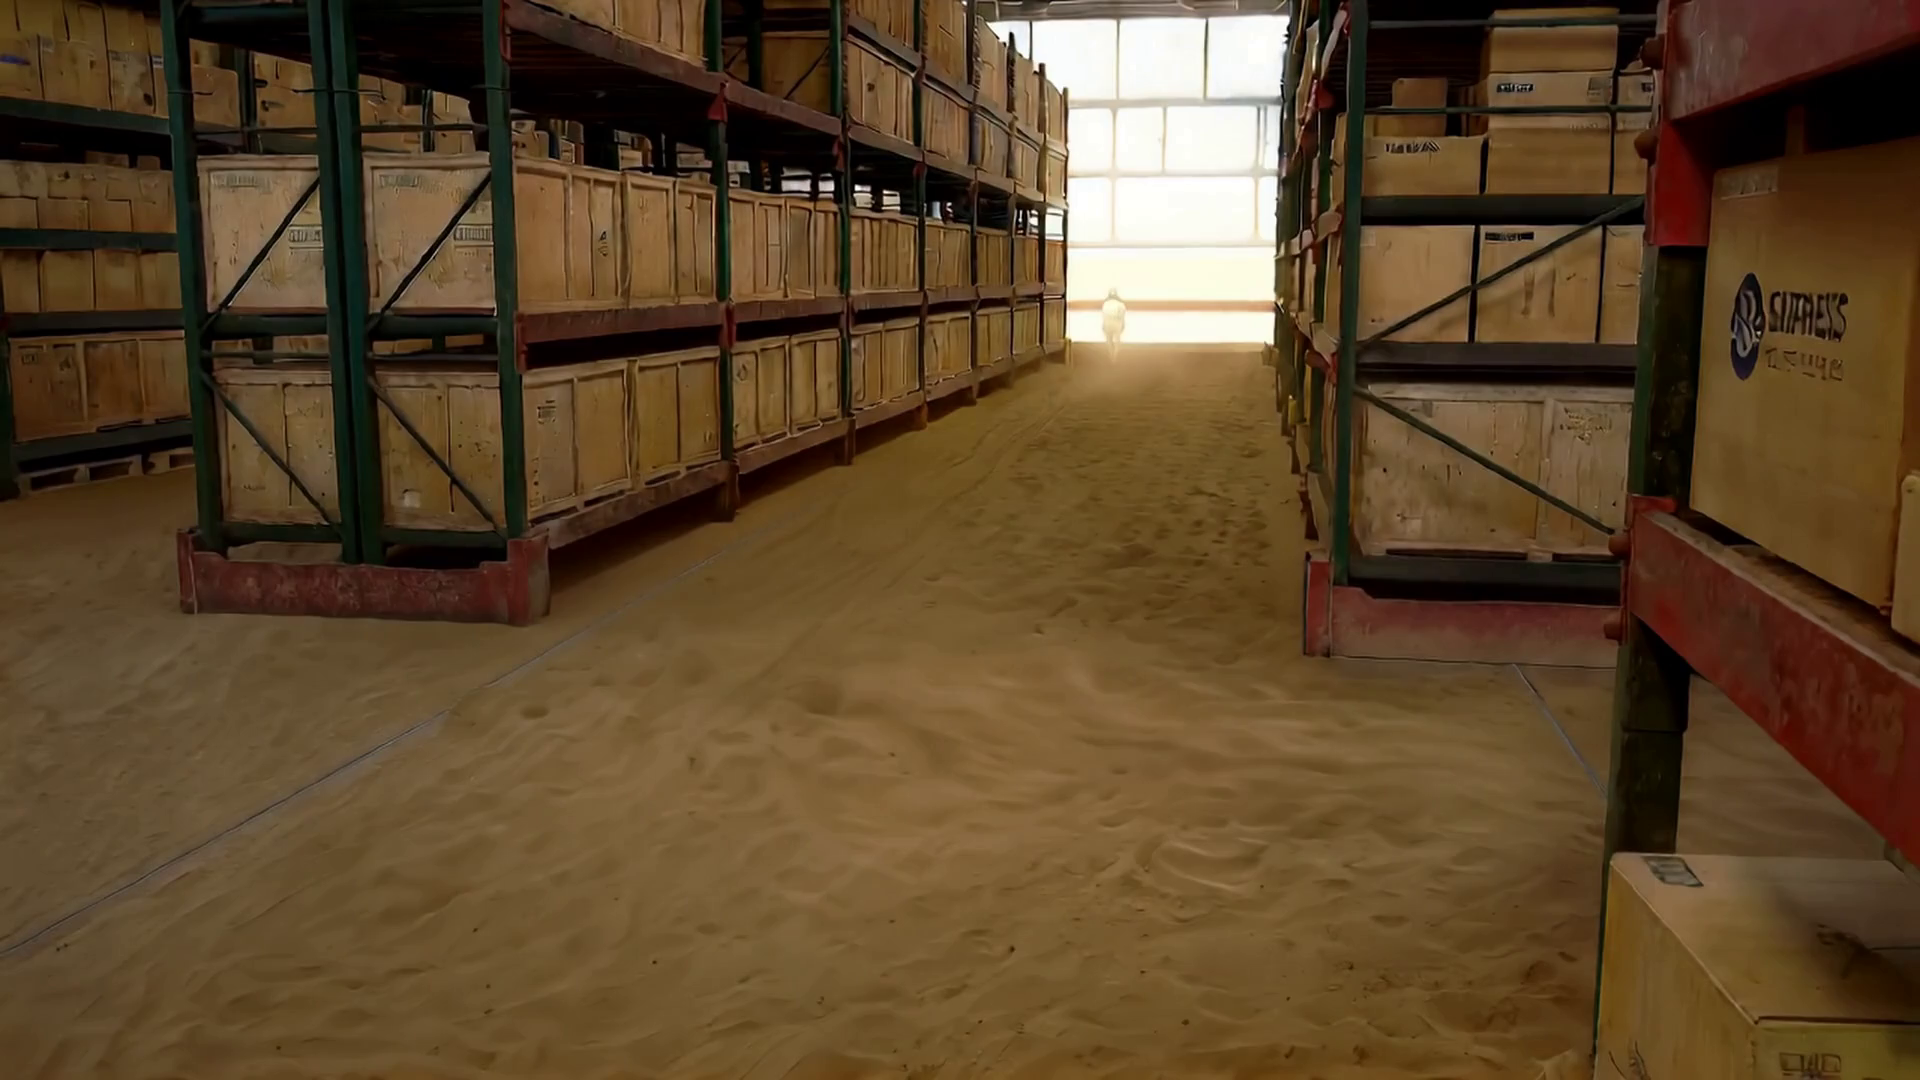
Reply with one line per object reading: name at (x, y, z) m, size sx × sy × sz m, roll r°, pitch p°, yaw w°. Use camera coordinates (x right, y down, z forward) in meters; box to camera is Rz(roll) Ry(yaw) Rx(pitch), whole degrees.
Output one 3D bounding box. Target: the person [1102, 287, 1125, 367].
person at (3.289, -4.570, 35.702) m, size 0.484 × 1.699 × 0.915 m, roll 1°, pitch 9°, yaw 6°
